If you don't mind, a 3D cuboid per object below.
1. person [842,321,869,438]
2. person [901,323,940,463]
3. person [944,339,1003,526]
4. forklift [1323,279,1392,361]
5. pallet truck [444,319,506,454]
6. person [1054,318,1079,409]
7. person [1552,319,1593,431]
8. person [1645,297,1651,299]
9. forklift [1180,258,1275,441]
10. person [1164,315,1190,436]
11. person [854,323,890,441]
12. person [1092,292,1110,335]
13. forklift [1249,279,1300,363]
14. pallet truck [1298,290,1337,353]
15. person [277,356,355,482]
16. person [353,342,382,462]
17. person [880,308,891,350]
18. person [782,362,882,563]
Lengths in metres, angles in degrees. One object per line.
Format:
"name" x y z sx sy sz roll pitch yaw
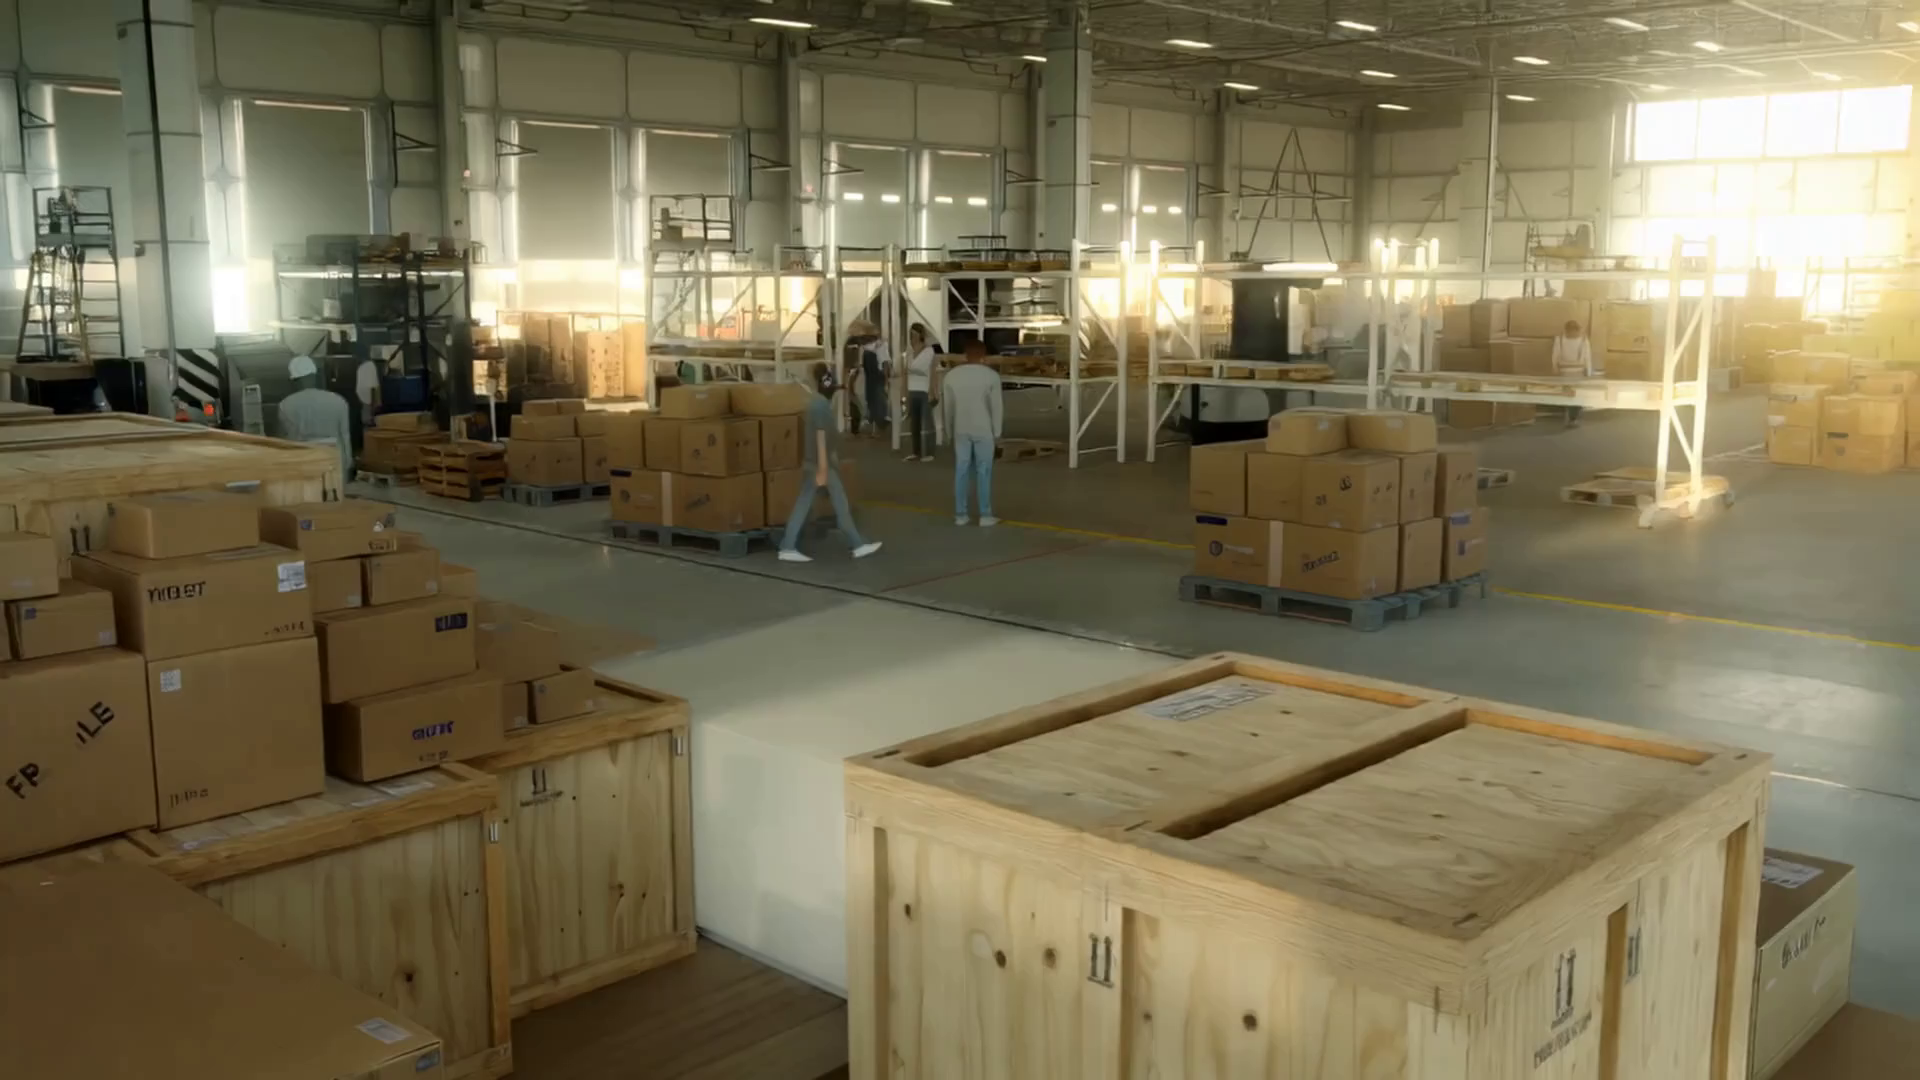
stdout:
"person" -1.592 -2.517 26.161 0.634 1.839 0.429 -7 12 -38
"person" -0.538 -2.021 22.885 0.591 1.916 0.383 7 12 37
"person" 0.142 -1.112 17.243 0.635 1.936 0.353 4 10 21
"forklift" 11.391 -6.499 47.394 1.873 2.768 1.129 3 10 17
"pallet truck" -6.981 -1.942 22.150 1.885 1.965 0.823 1 9 9
"person" 2.024 -3.332 31.475 0.485 1.739 0.320 -2 10 -13
"person" 10.155 -2.737 27.533 0.633 1.844 0.951 7 11 36
"person" 18.181 -5.448 43.935 0.446 1.902 0.544 -3 10 -18
"forklift" 4.504 -2.995 25.909 1.873 2.768 1.129 -2 10 -15
"person" 3.496 -2.614 26.474 0.438 1.928 0.652 2 9 12
"person" -1.349 -2.422 25.575 0.526 1.830 0.400 8 12 42
"person" 4.358 -6.685 51.452 0.544 1.930 0.389 1 9 5
"forklift" 8.215 -6.142 45.201 1.873 2.768 1.129 9 13 43
"pallet truck" 11.297 -6.951 52.861 1.885 1.965 0.823 -5 11 -29
"person" -5.679 -0.674 14.725 0.652 1.891 0.827 -4 10 -25
"person" -8.090 -1.916 22.994 0.617 1.662 0.595 -7 11 -36
"person" -1.967 -5.338 44.101 0.313 1.634 0.514 1 9 7
"person" -1.209 -0.702 15.114 0.967 1.813 0.496 -5 10 -27
